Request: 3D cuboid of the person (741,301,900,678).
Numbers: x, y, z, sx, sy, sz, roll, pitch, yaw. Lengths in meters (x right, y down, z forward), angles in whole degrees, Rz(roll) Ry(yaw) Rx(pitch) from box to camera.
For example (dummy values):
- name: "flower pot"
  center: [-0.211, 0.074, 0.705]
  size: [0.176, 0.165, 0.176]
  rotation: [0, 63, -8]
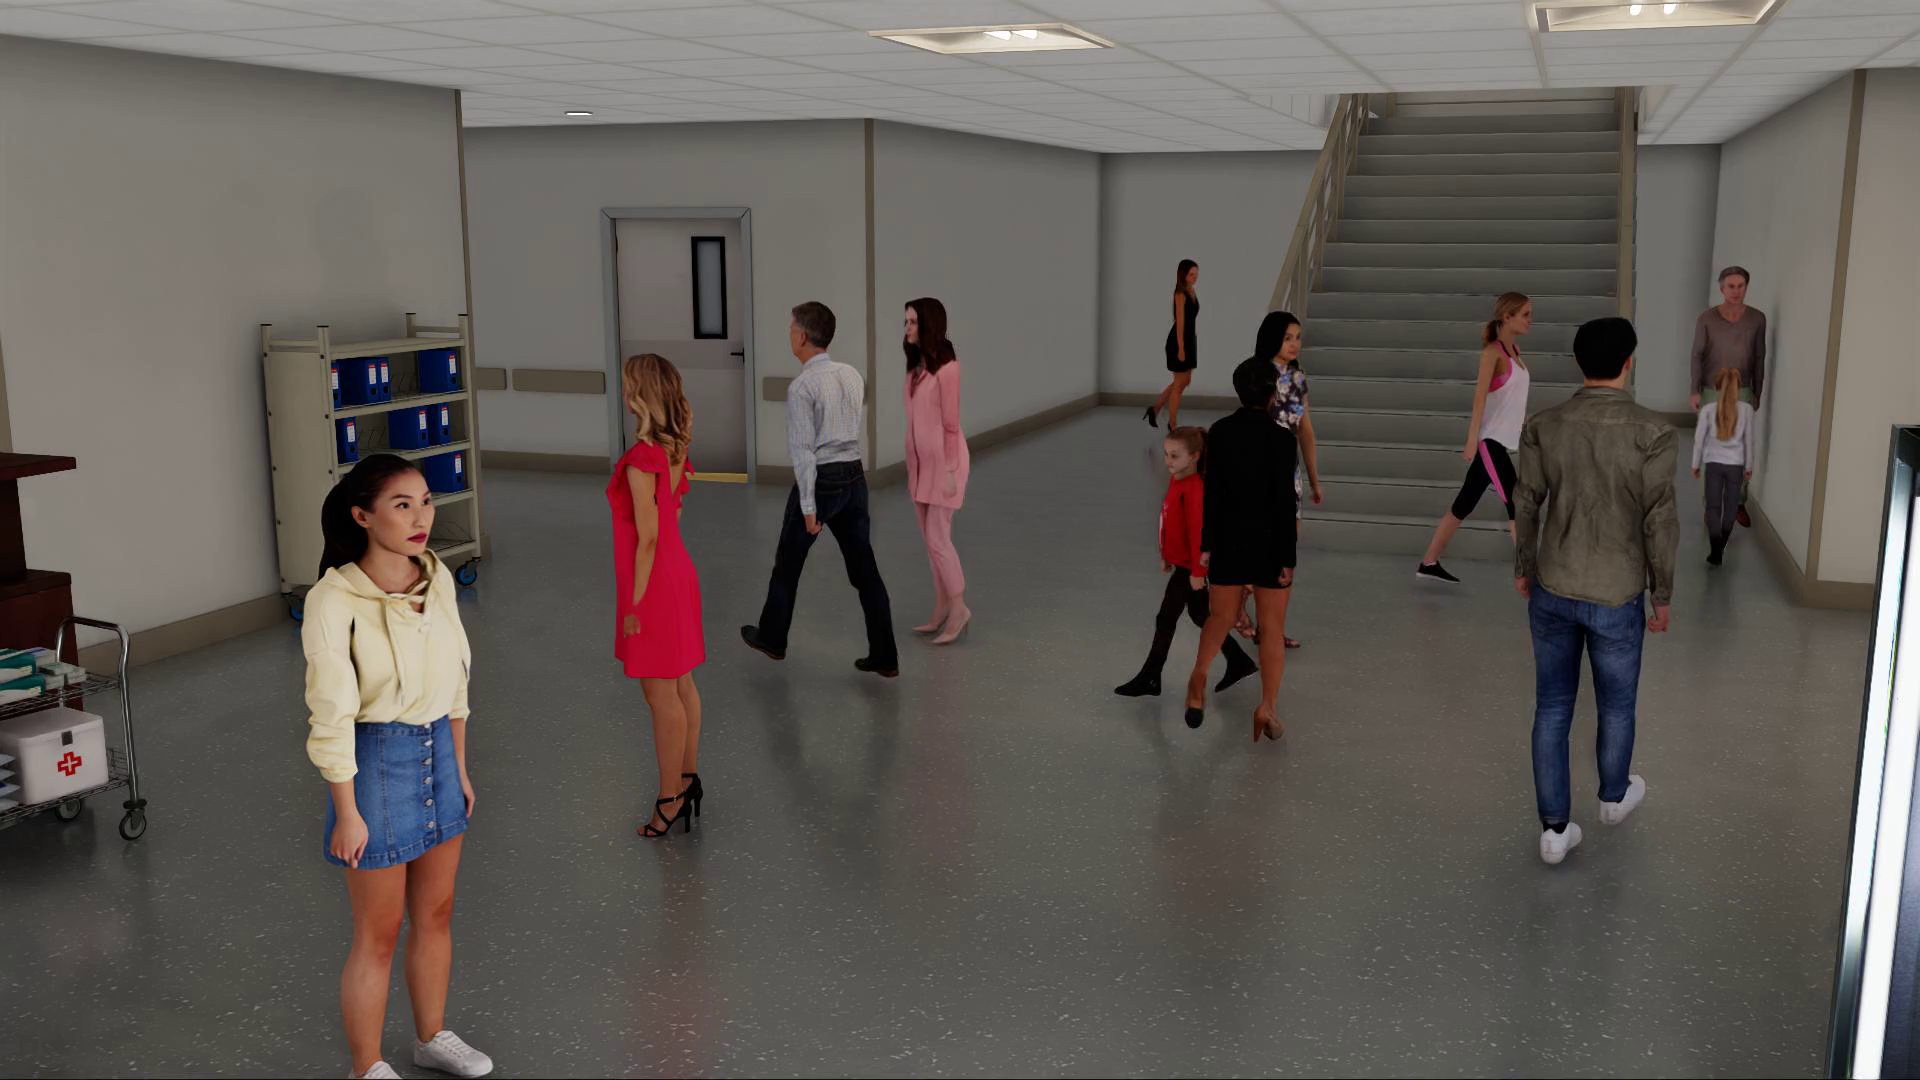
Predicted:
- name: "person"
  center: [-0.553, -0.192, 7.853]
  size: [1.026, 1.764, 1.220]
  rotation: [10, 15, 42]

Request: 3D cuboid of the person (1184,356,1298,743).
- name: "person"
  center: [1.143, 0.085, 6.773]
  size: [0.724, 1.622, 0.951]
  rotation: [8, 13, 37]

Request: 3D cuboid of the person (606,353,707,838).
- name: "person"
  center: [-1.066, 0.188, 5.947]
  size: [0.667, 1.729, 0.531]
  rotation: [2, 11, 9]

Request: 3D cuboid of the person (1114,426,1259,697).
- name: "person"
  center: [1.106, 0.116, 7.603]
  size: [0.807, 1.253, 0.907]
  rotation: [-1, 11, -4]

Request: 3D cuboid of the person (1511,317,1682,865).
- name: "person"
  center: [2.083, 0.196, 5.593]
  size: [0.861, 1.844, 1.043]
  rotation: [7, 13, 33]

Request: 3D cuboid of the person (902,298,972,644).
- name: "person"
  center: [-0.100, -0.360, 8.666]
  size: [0.754, 1.791, 0.717]
  rotation: [-6, 12, -28]

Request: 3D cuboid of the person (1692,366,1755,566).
- name: "person"
  center: [4.873, -0.450, 10.595]
  size: [0.515, 1.249, 0.855]
  rotation: [4, 11, 19]

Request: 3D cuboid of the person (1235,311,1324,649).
- name: "person"
  center: [1.537, -0.297, 8.511]
  size: [0.789, 1.726, 0.706]
  rotation: [9, 14, 39]

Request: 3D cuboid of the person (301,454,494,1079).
- name: "person"
  center: [-1.389, 0.590, 4.090]
  size: [0.698, 1.631, 0.498]
  rotation: [5, 12, 24]

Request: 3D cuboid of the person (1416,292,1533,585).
- name: "person"
  center: [3.018, -0.526, 9.712]
  size: [0.870, 1.727, 1.155]
  rotation: [7, 13, 33]

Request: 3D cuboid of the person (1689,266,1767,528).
- name: "person"
  center: [5.520, -1.035, 12.051]
  size: [0.669, 1.855, 0.658]
  rotation: [3, 11, 16]

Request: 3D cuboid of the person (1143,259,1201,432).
- name: "person"
  center: [2.194, -1.891, 16.710]
  size: [0.731, 1.800, 0.785]
  rotation: [3, 11, 15]
